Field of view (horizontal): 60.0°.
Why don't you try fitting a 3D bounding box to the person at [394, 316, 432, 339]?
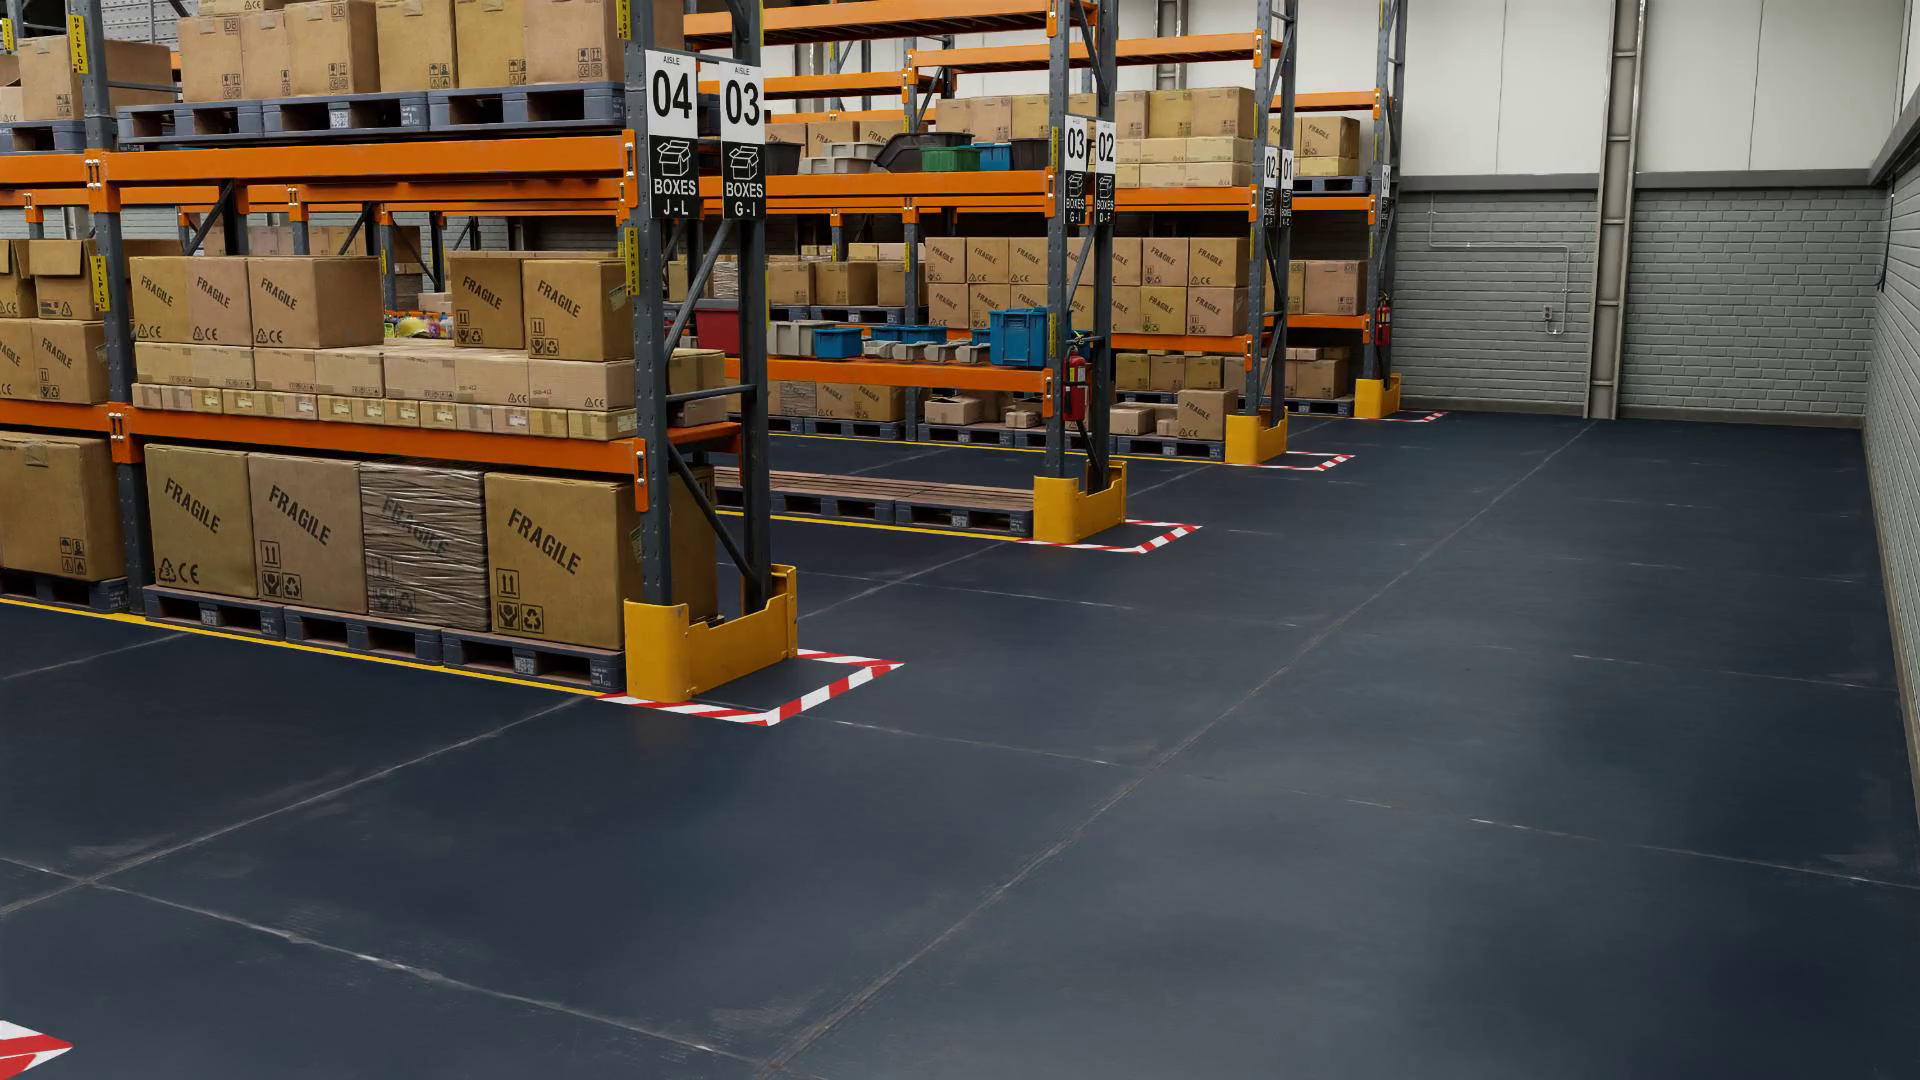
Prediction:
[{"bbox_3d":[-3.675,-0.652,11.581,0.667,1.787,0.611,0,10,2],"label":"person"}]
